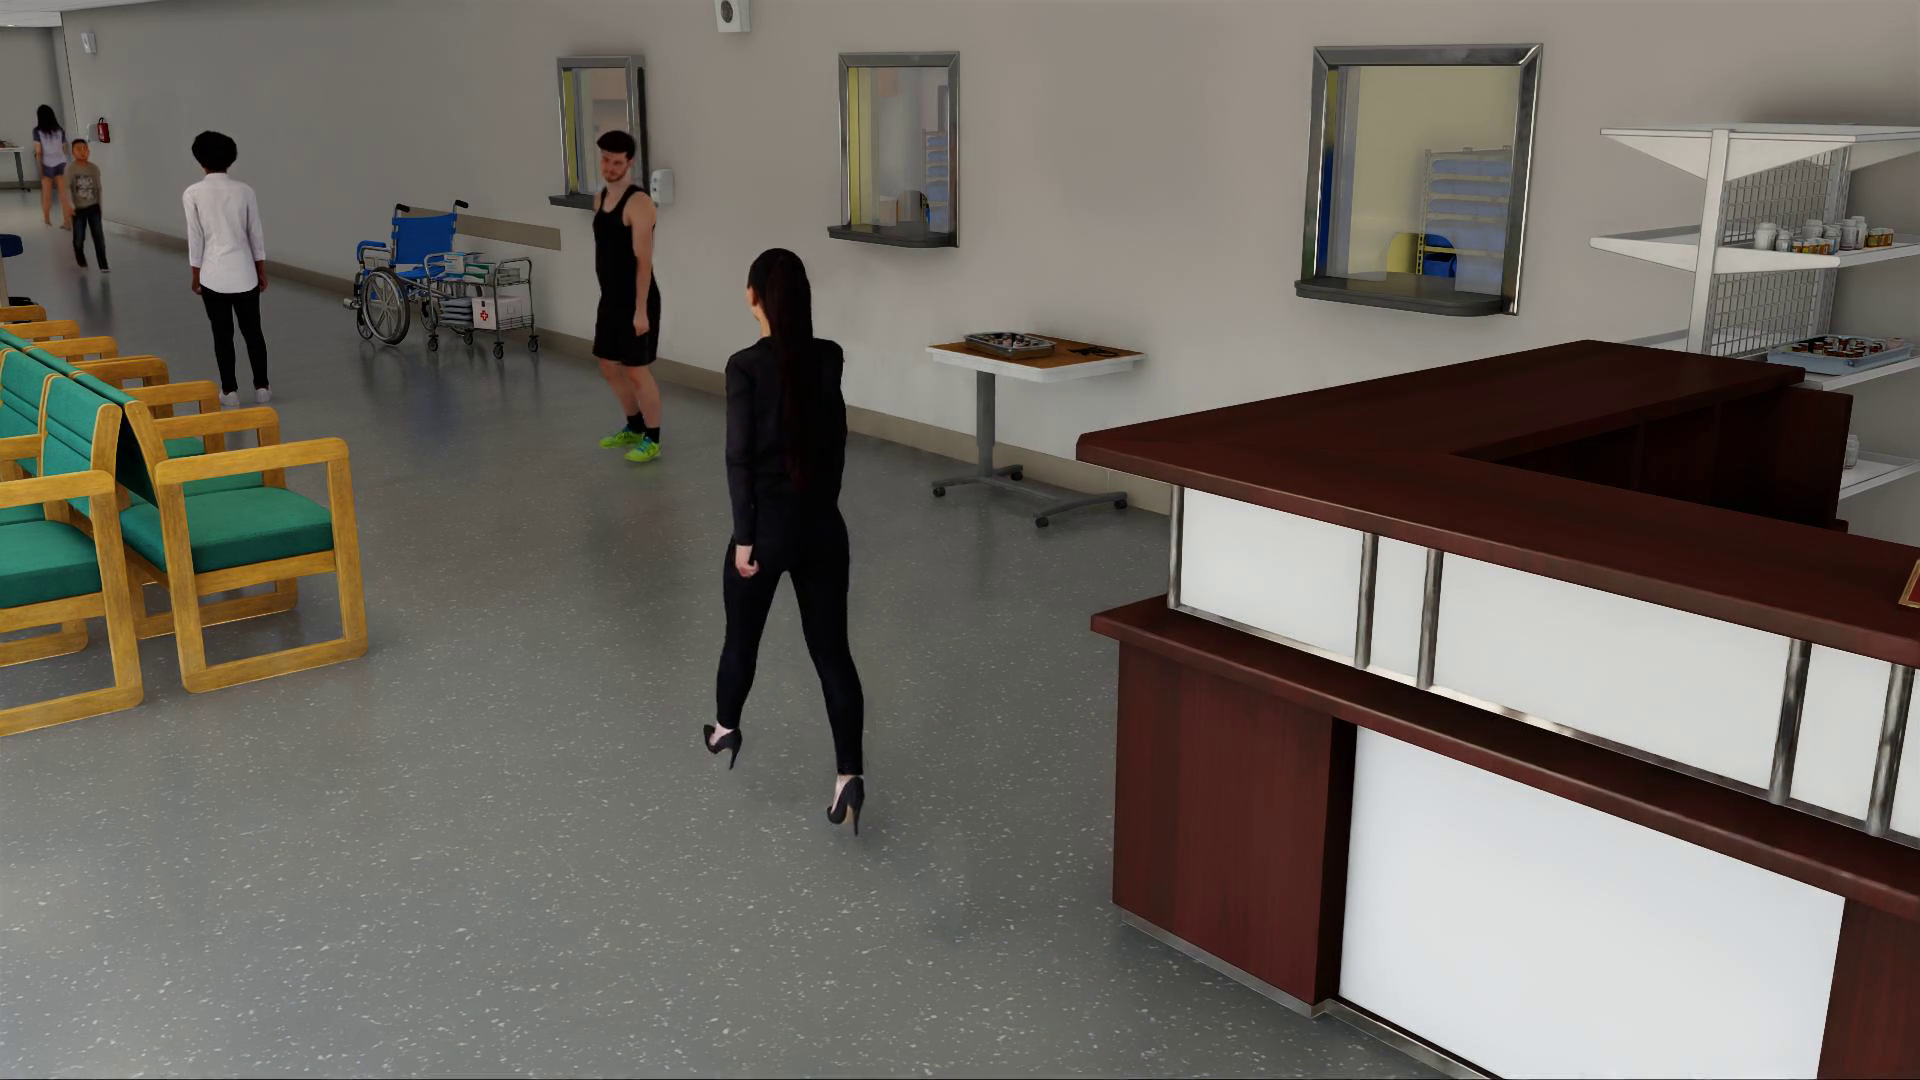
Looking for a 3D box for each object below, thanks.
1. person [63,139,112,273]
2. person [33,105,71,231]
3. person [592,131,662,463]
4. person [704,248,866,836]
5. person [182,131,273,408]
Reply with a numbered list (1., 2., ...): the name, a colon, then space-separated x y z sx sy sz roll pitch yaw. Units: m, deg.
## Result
1. person: -9.730 -3.693 18.464 0.865 1.443 0.596 -13 20 -38
2. person: -12.630 -5.176 23.257 0.970 1.697 0.648 -14 21 -40
3. person: -1.848 -1.350 9.403 0.686 1.851 0.788 -9 18 -30
4. person: -0.439 0.048 4.796 0.982 1.659 0.706 -11 19 -35
5. person: -4.886 -1.808 11.104 0.524 1.809 0.712 -10 19 -33
